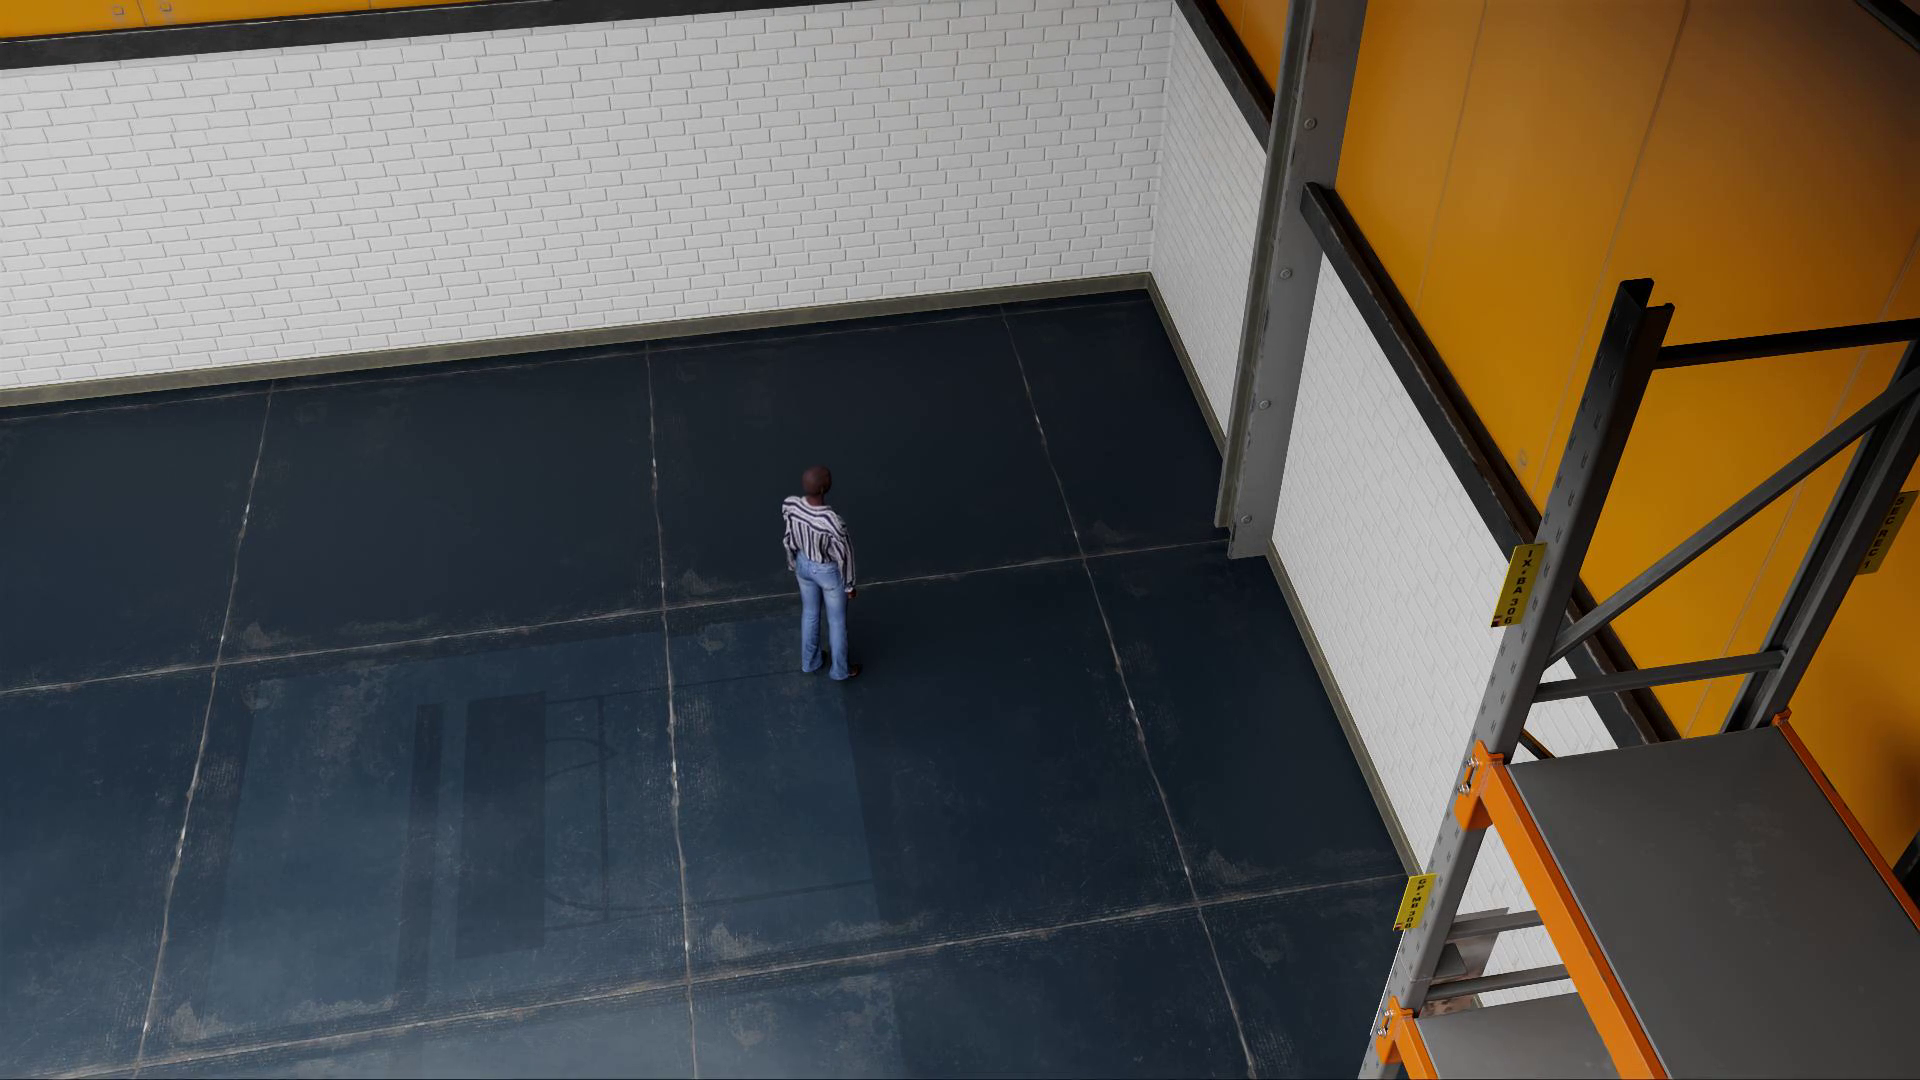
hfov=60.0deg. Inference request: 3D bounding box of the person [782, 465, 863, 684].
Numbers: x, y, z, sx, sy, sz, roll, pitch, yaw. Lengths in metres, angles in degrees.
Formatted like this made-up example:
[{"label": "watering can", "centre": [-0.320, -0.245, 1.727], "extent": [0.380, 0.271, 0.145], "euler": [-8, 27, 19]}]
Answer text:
[{"label": "person", "centre": [-0.878, 0.225, 10.575], "extent": [0.715, 1.795, 0.754], "euler": [22, 48, 21]}]
